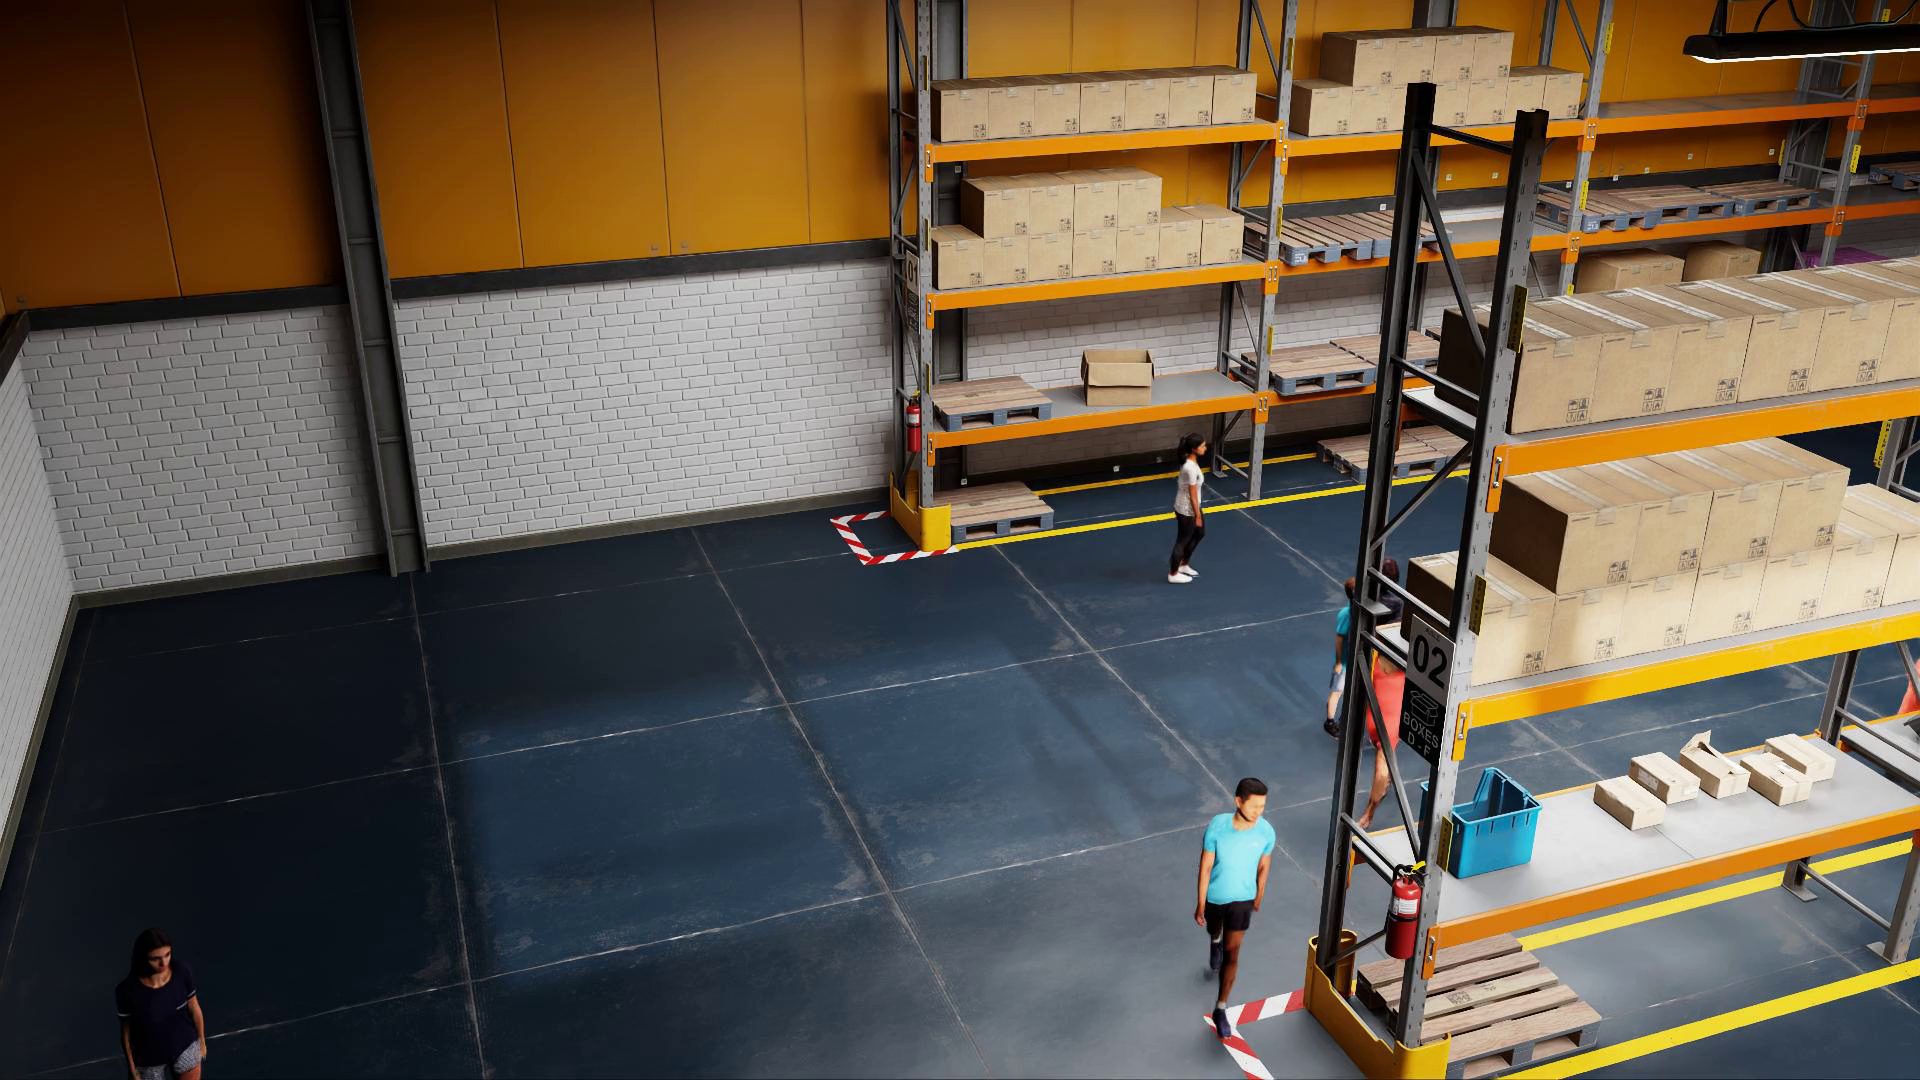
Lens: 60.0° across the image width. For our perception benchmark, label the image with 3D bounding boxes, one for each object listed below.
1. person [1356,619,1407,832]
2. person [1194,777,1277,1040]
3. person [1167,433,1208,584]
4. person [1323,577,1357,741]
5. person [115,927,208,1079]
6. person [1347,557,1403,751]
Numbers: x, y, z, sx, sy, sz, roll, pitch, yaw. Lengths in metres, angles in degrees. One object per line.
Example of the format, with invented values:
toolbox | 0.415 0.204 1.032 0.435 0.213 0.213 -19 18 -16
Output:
person | 3.336 1.366 12.972 1.007 1.675 1.176 15 28 31
person | 1.737 2.270 10.837 1.204 1.729 1.068 4 24 8
person | 2.222 -0.313 16.868 0.722 1.633 0.694 1 24 3
person | 3.312 0.976 14.148 0.490 1.449 0.630 -16 28 -33
person | -4.511 2.893 9.396 0.811 1.742 0.805 -17 29 -33
person | 3.399 0.959 13.910 0.792 1.669 0.856 13 27 28
